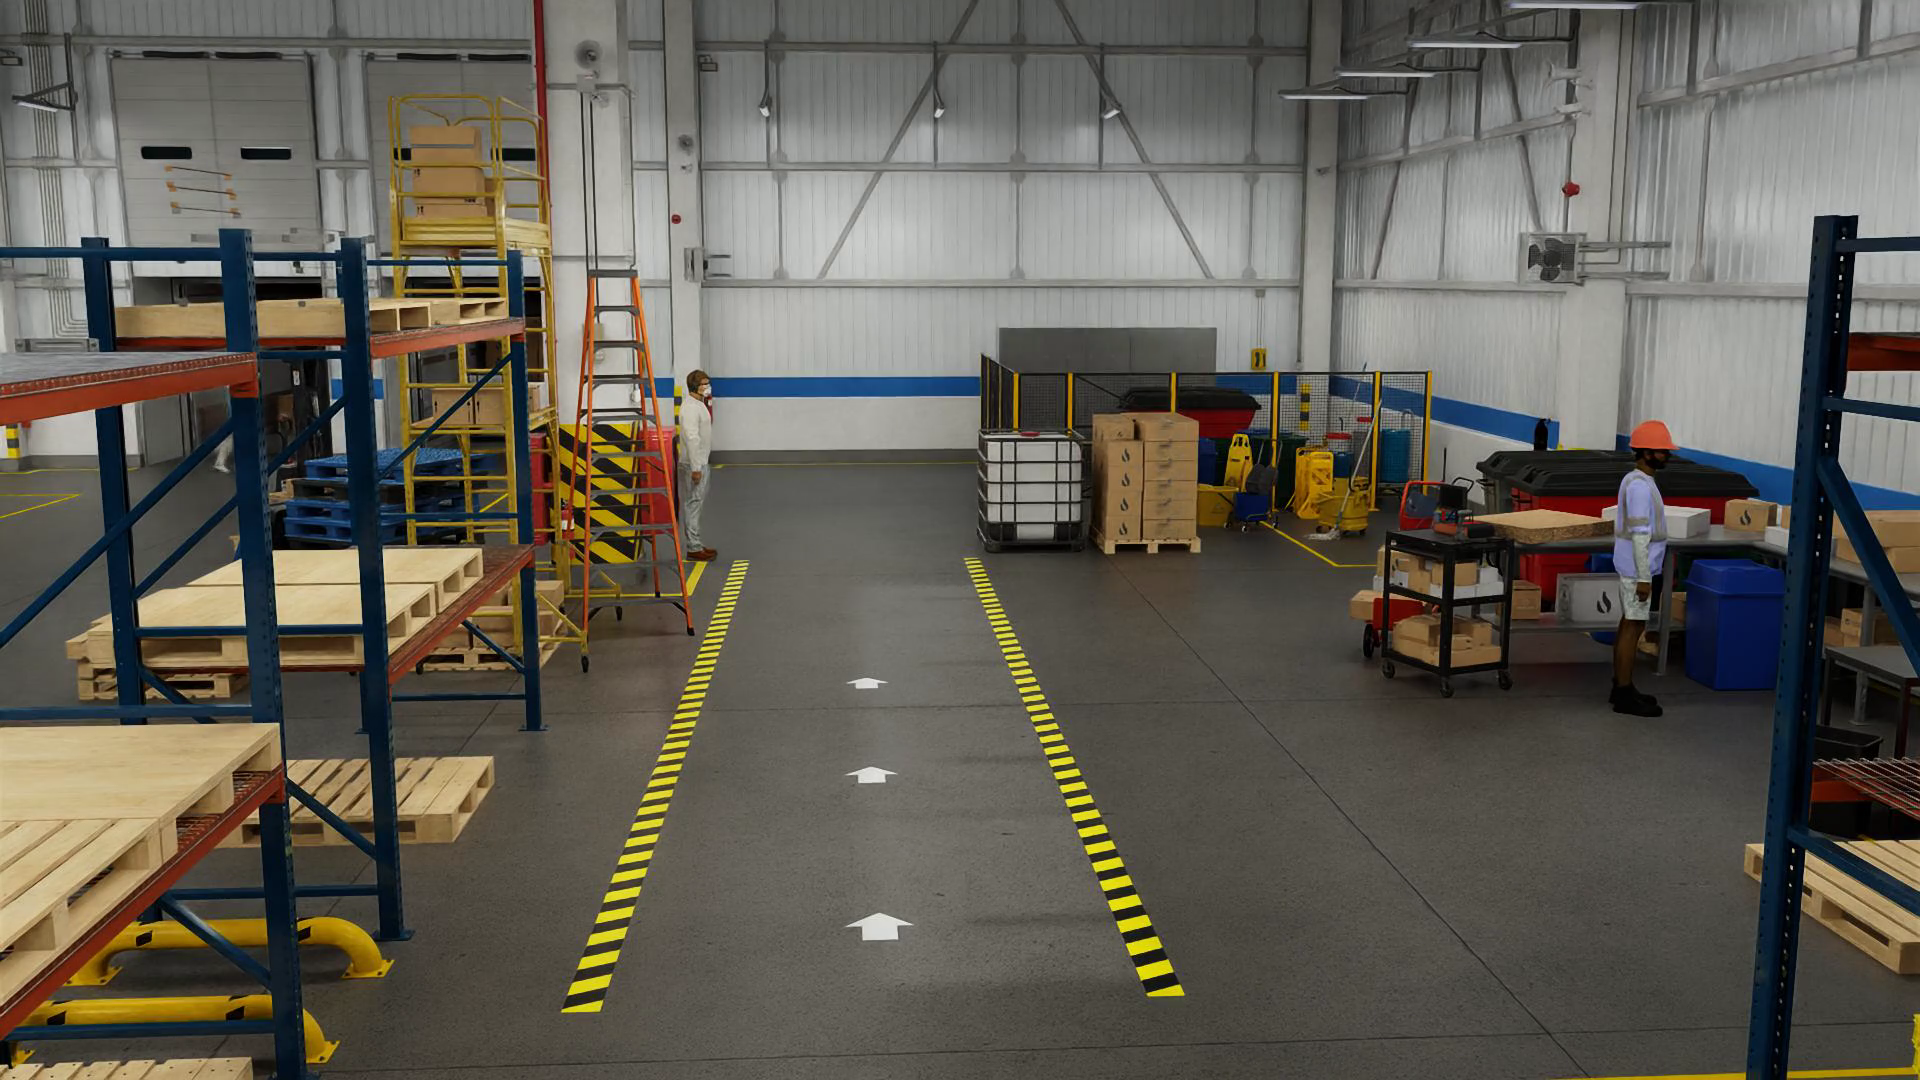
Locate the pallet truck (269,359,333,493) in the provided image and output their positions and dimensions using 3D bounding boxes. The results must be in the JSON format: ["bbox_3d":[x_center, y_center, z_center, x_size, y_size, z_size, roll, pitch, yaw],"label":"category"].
[{"bbox_3d":[-7.062,-1.131,18.996,1.885,1.965,0.823,2,9,13],"label":"pallet truck"}]

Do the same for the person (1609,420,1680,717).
[{"bbox_3d":[4.488,0.181,10.942,0.355,1.938,0.545,3,9,17],"label":"person"}]

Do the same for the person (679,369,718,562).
[{"bbox_3d":[-2.652,-0.756,16.821,0.357,1.938,0.637,-1,9,-4],"label":"person"}]

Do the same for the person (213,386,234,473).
[{"bbox_3d":[-10.496,-1.752,24.168,0.855,1.598,0.525,-2,9,-9],"label":"person"}]
